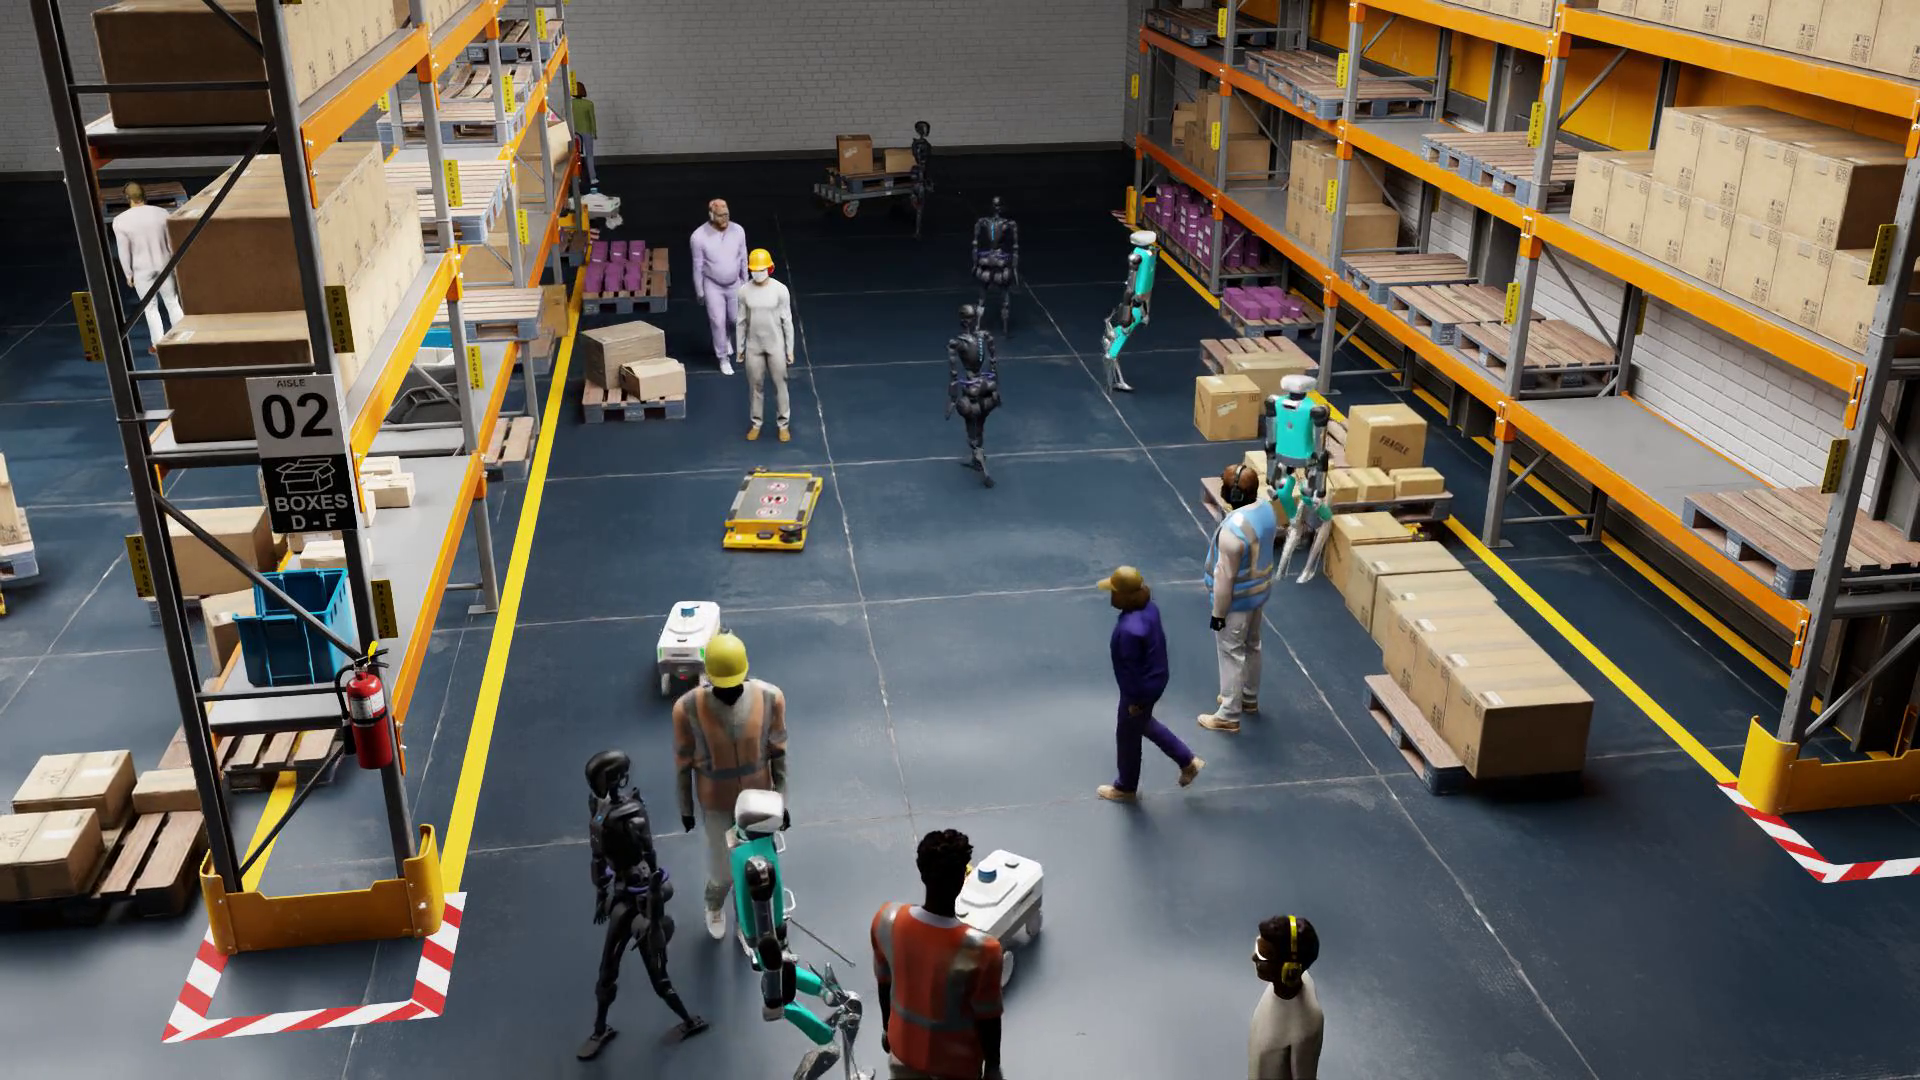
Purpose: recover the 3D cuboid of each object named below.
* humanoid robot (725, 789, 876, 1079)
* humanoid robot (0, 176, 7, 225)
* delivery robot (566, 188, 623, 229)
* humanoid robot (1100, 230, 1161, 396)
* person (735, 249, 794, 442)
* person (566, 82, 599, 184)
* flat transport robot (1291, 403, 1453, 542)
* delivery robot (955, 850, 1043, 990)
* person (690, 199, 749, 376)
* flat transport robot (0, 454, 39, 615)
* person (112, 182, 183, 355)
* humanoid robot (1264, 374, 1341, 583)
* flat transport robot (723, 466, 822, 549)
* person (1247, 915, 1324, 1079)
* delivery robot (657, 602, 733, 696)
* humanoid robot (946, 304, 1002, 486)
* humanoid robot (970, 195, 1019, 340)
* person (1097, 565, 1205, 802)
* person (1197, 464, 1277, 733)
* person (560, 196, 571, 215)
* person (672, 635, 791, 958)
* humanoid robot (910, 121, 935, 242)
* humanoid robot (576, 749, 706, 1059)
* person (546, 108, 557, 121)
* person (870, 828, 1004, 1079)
[{"bbox_3d":[-0.620,1.908,7.558,0.856,1.815,0.531,-6,24,-14],"label":"humanoid robot"},{"bbox_3d":[-14.241,-5.339,24.096,0.591,1.636,0.359,-14,28,-30],"label":"humanoid robot"},{"bbox_3d":[-5.367,-4.861,24.397,0.795,0.596,0.499,4,24,10],"label":"delivery robot"},{"bbox_3d":[1.659,-2.288,17.213,0.728,1.898,0.540,15,28,31],"label":"humanoid robot"},{"bbox_3d":[-1.863,-1.857,15.899,0.574,1.892,0.381,2,24,6],"label":"person"},{"bbox_3d":[-6.152,-6.618,27.067,0.496,1.625,0.285,3,24,6],"label":"person"},{"bbox_3d":[3.415,-0.182,14.093,0.659,0.231,1.431,-3,24,-8],"label":"flat transport robot"},{"bbox_3d":[0.133,1.992,8.807,0.499,0.612,0.815,14,27,29],"label":"delivery robot"},{"bbox_3d":[-2.586,-2.760,17.950,0.652,1.888,0.620,-14,27,-28],"label":"person"},{"bbox_3d":[-7.858,0.318,12.953,0.659,0.231,1.431,-14,27,-28],"label":"flat transport robot"},{"bbox_3d":[-8.986,-3.006,18.479,0.622,1.926,0.384,-20,30,-37],"label":"person"},{"bbox_3d":[2.700,-0.467,12.952,0.553,1.811,0.708,19,30,37],"label":"humanoid robot"},{"bbox_3d":[-1.595,-0.280,14.316,0.659,0.231,1.431,1,24,2],"label":"flat transport robot"},{"bbox_3d":[1.225,2.258,6.542,0.327,1.873,0.516,0,24,-1],"label":"person"},{"bbox_3d":[-1.894,0.708,11.682,0.499,0.572,0.747,0,24,1],"label":"delivery robot"},{"bbox_3d":[0.155,-1.303,14.968,0.611,1.637,0.666,-20,31,-38],"label":"humanoid robot"},{"bbox_3d":[0.382,-3.119,19.026,0.599,1.638,0.410,8,25,17],"label":"humanoid robot"},{"bbox_3d":[1.123,0.884,10.008,0.629,1.597,0.461,8,25,17],"label":"person"},{"bbox_3d":[1.808,0.373,10.891,0.431,1.836,0.622,14,27,29],"label":"person"},{"bbox_3d":[-6.187,-5.631,24.718,0.564,1.694,0.896,18,30,35],"label":"person"},{"bbox_3d":[-1.161,1.331,8.613,0.580,1.908,0.422,-9,25,-20],"label":"person"},{"bbox_3d":[-0.533,-5.077,23.477,0.327,1.656,0.583,2,24,5],"label":"humanoid robot"},{"bbox_3d":[-1.580,1.760,7.957,0.613,1.633,0.624,-20,31,-38],"label":"humanoid robot"},{"bbox_3d":[-6.326,-5.804,24.946,0.630,1.842,0.428,-3,24,-8],"label":"person"},{"bbox_3d":[-0.085,2.068,6.877,0.599,1.957,0.383,15,28,30],"label":"person"}]
